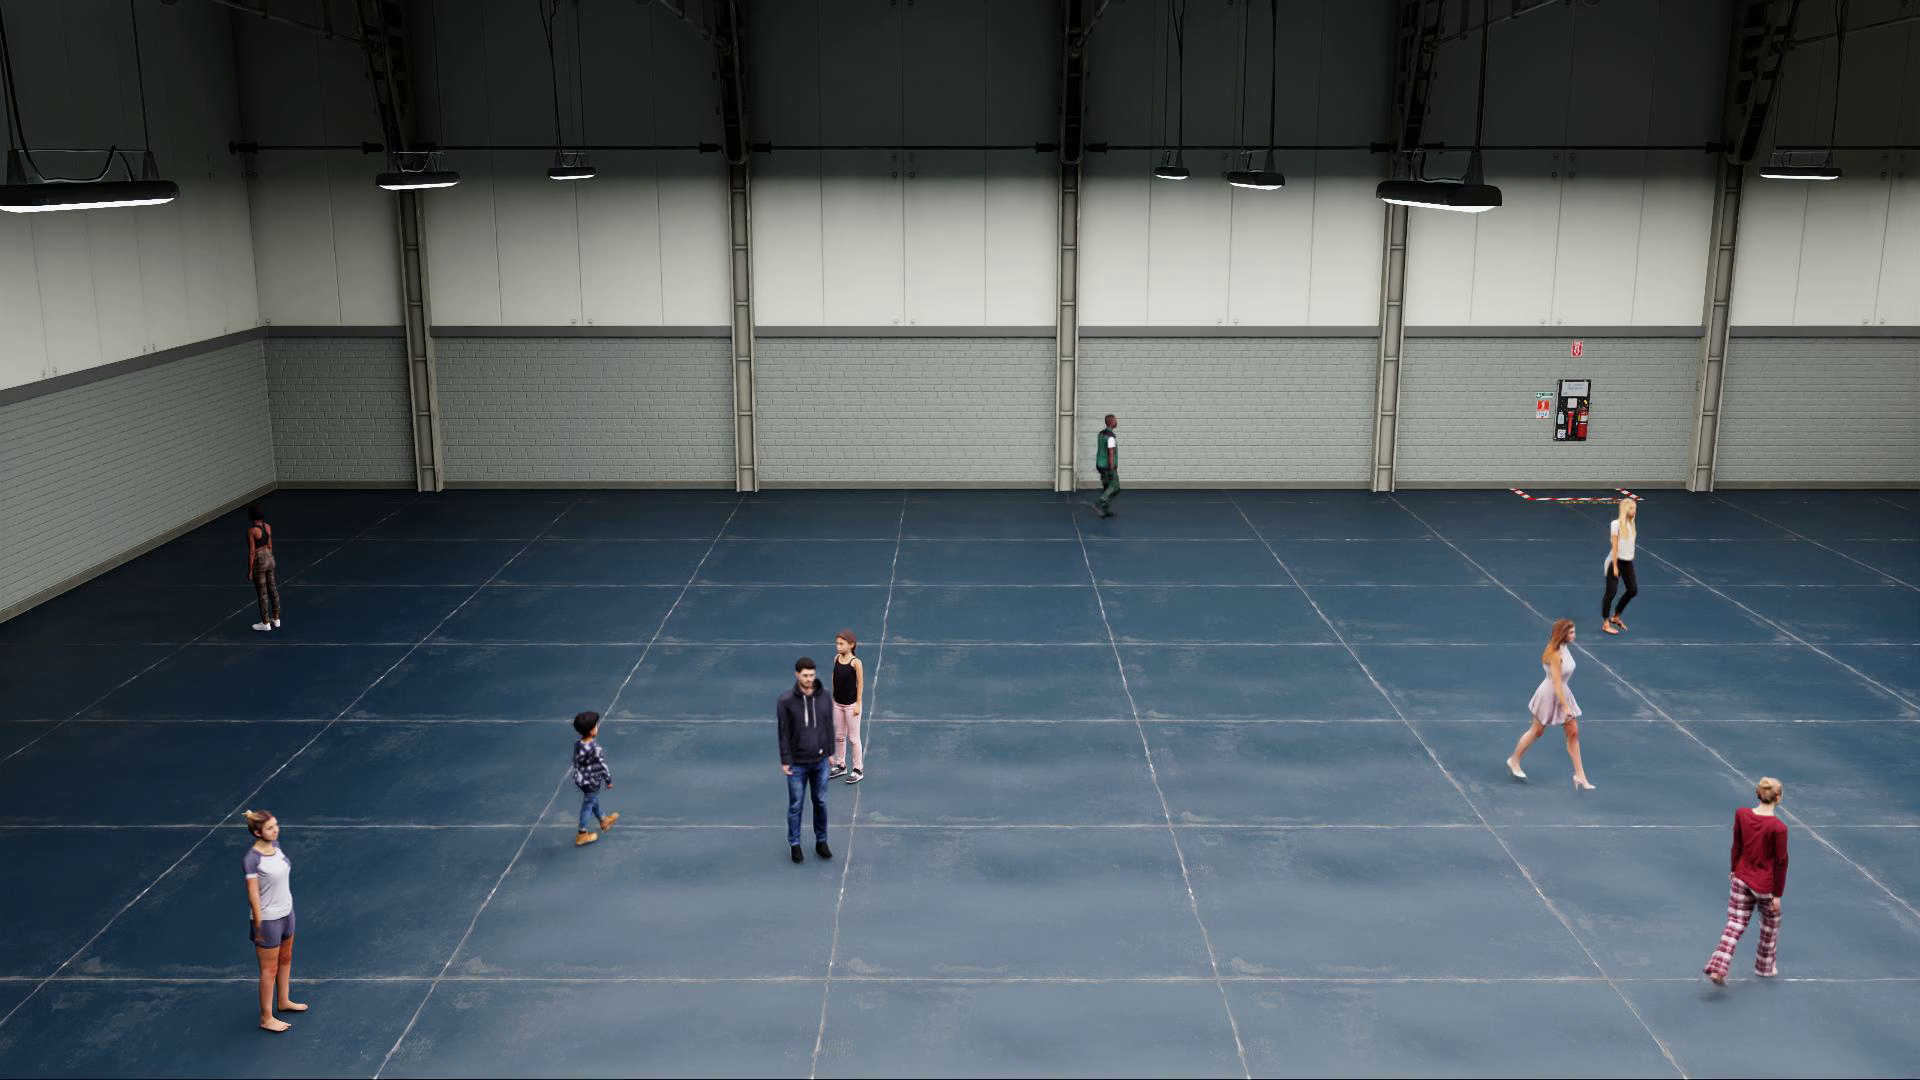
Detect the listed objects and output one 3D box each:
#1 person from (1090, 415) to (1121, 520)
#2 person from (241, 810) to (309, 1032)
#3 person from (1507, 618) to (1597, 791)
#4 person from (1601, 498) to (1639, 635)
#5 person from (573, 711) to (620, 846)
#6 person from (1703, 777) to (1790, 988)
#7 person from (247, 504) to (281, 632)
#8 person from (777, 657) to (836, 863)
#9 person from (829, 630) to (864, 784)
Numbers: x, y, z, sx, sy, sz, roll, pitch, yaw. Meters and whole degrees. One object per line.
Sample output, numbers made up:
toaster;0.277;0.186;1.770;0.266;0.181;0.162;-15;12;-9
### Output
person;2.469;-1.247;28.695;0.906;1.825;0.827;-5;14;-20
person;-4.976;2.717;12.019;0.547;1.624;0.595;1;13;6
person;5.793;1.635;16.498;1.129;1.712;1.039;12;18;42
person;8.591;0.329;21.906;0.705;1.816;0.795;-7;15;-29
person;-3.431;2.190;15.177;0.797;1.227;0.832;10;17;38
person;5.920;2.593;12.473;1.123;1.661;0.979;-9;16;-34
person;-9.269;0.347;22.091;0.638;1.697;0.641;5;14;19
person;-1.360;1.930;14.832;0.641;1.889;0.797;-5;14;-19
person;-1.137;1.655;16.737;0.597;1.564;0.679;9;16;35
